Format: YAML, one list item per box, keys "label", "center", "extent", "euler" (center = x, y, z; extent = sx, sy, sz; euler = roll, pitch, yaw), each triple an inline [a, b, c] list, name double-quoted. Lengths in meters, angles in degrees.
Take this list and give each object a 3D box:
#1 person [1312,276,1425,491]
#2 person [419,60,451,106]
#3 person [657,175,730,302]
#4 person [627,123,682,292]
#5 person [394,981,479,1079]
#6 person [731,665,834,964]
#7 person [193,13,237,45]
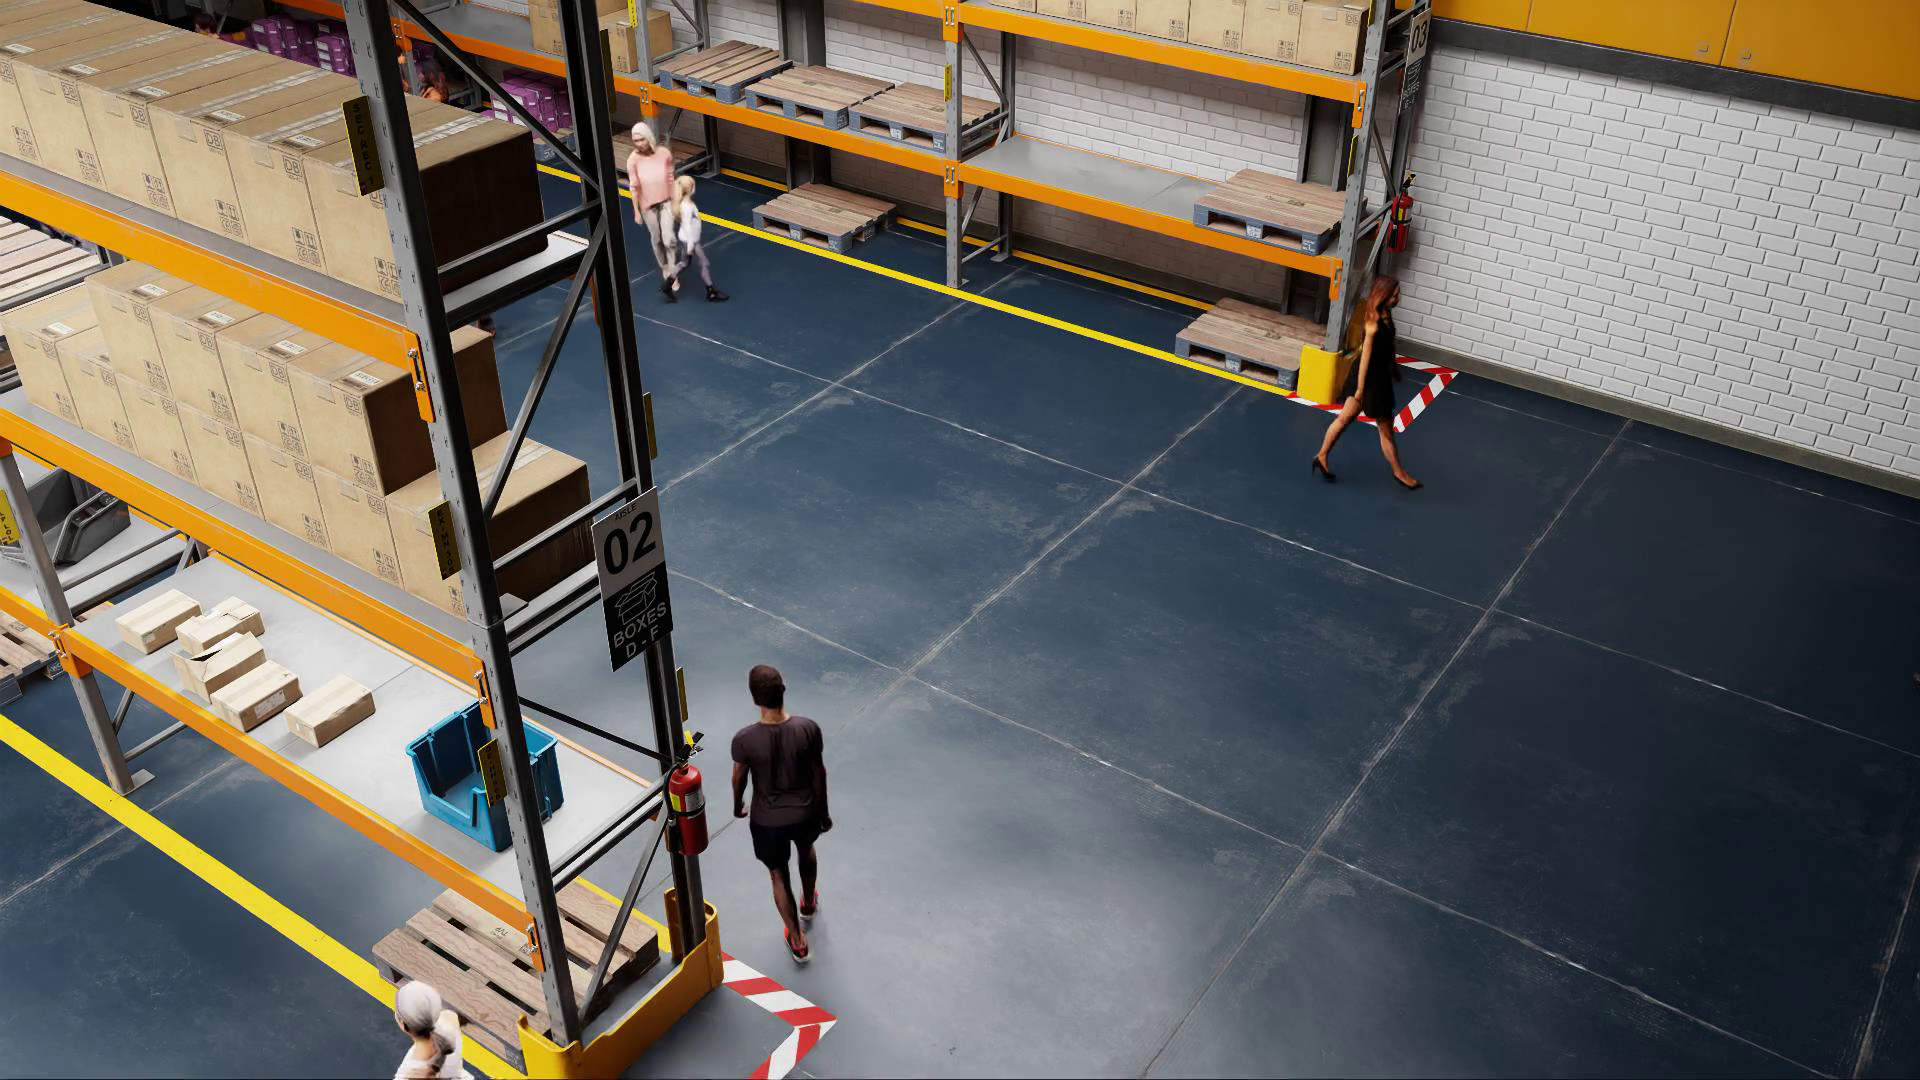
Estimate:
- label: "person"
  center: [3.080, -1.205, 12.920]
  extent: [1.171, 1.791, 0.772]
  euler: [12, 35, 17]
- label: "person"
  center: [-5.445, -4.178, 17.455]
  extent: [0.833, 1.721, 0.736]
  euler: [-11, 35, -16]
- label: "person"
  center: [-2.643, -2.862, 15.891]
  extent: [0.863, 1.261, 0.882]
  euler: [-11, 35, -16]
- label: "person"
  center: [-2.921, -3.266, 16.122]
  extent: [0.863, 1.677, 0.934]
  euler: [-12, 35, -17]
- label: "person"
  center: [-2.109, 2.600, 7.319]
  extent: [1.319, 1.654, 0.901]
  euler: [7, 34, 11]
- label: "person"
  center: [-0.915, 1.514, 8.790]
  extent: [0.863, 1.834, 0.938]
  euler: [-12, 35, -17]
- label: "person"
  center: [-7.984, -5.013, 18.647]
  extent: [1.055, 1.792, 0.996]
  euler: [-3, 34, -5]
